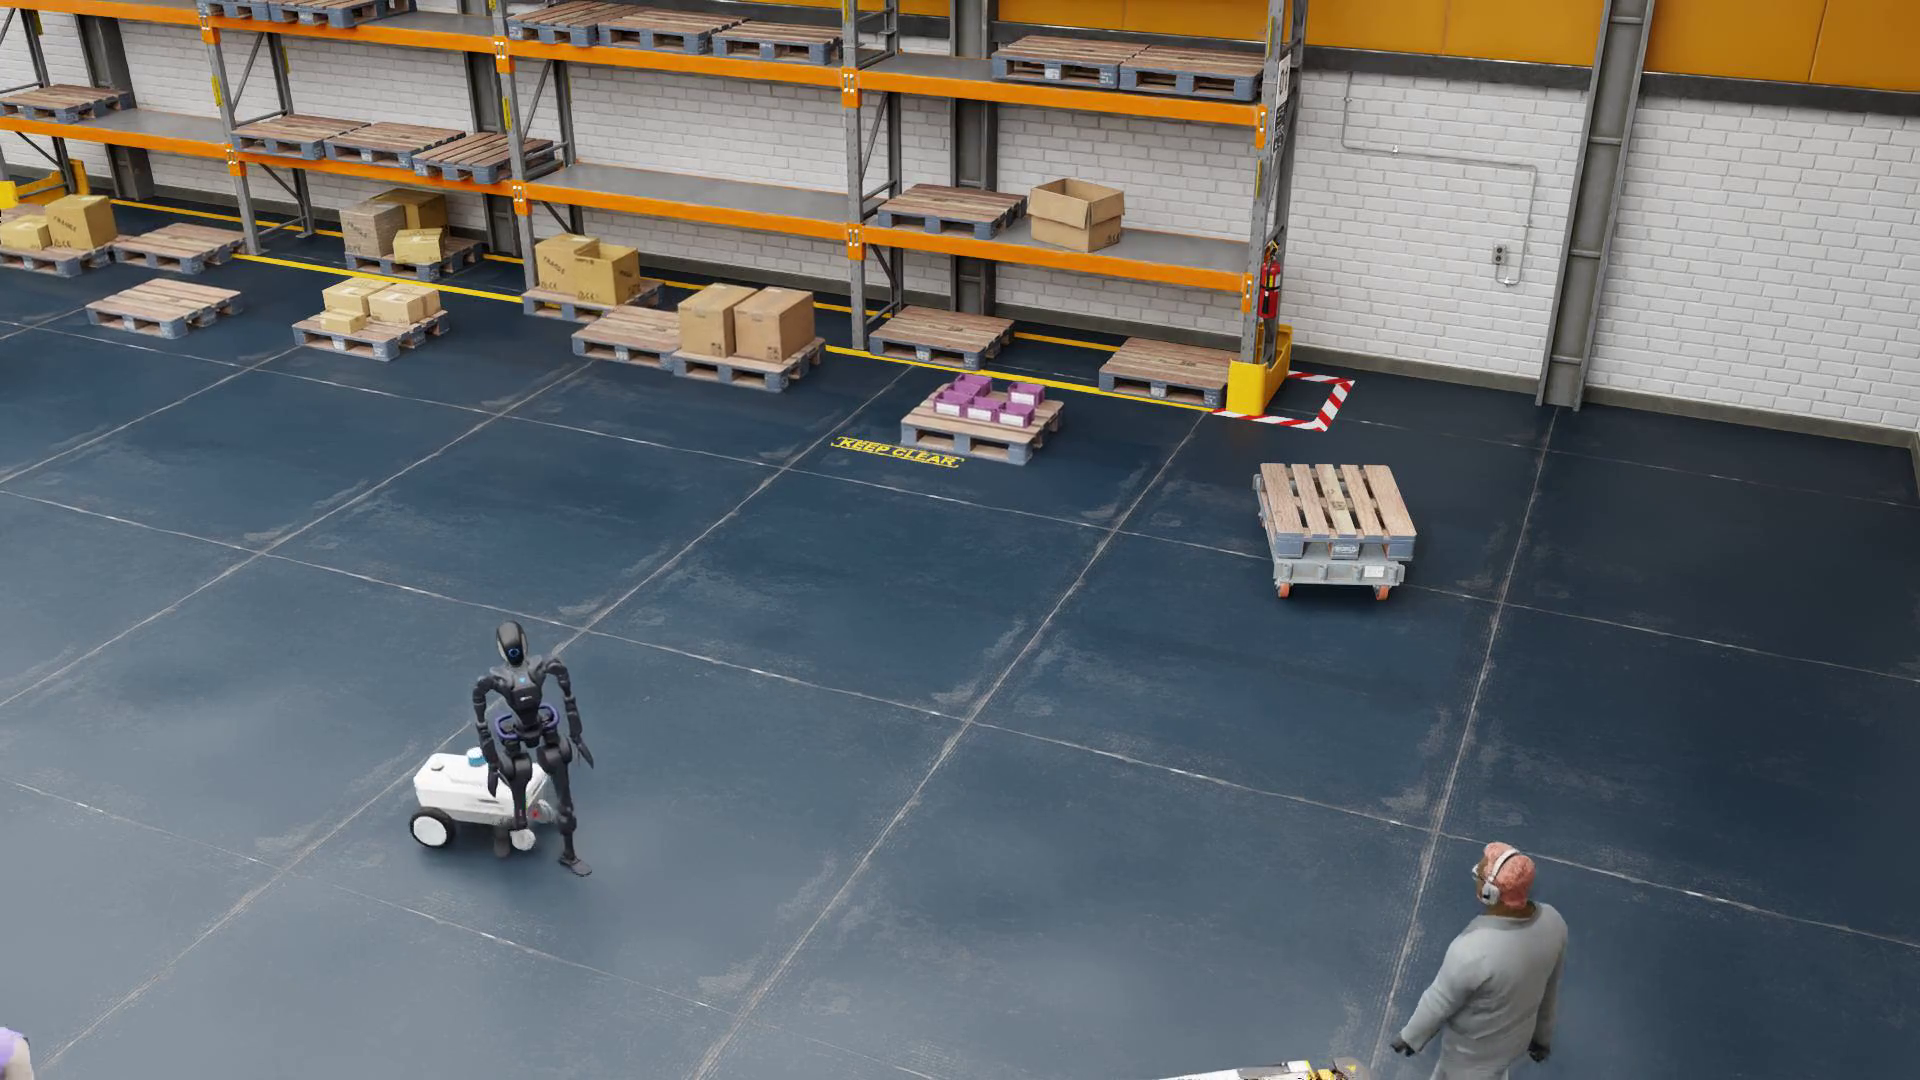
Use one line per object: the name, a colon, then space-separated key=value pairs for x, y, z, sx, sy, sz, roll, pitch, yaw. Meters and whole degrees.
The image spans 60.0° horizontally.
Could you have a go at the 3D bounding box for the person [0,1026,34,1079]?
person: x=-3.843 y=2.408 z=6.572 sx=0.563 sy=1.823 sz=0.650 roll=2 pitch=27 yaw=4

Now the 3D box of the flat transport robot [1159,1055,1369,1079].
flat transport robot: x=1.263 y=2.748 z=7.604 sx=1.431 sy=0.231 sz=0.659 roll=-5 pitch=28 yaw=-9

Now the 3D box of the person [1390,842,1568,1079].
person: x=2.237 y=2.113 z=7.103 sx=0.635 sy=1.854 sz=0.982 roll=-20 pitch=33 yaw=-33

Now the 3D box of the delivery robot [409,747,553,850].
delivery robot: x=-2.807 y=1.482 z=9.732 sx=0.768 sy=0.581 sz=0.499 roll=5 pitch=28 yaw=9

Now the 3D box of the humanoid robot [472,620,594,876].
humanoid robot: x=-2.366 y=1.123 z=9.223 sx=0.597 sy=1.647 sz=0.446 roll=-13 pitch=30 yaw=-24
